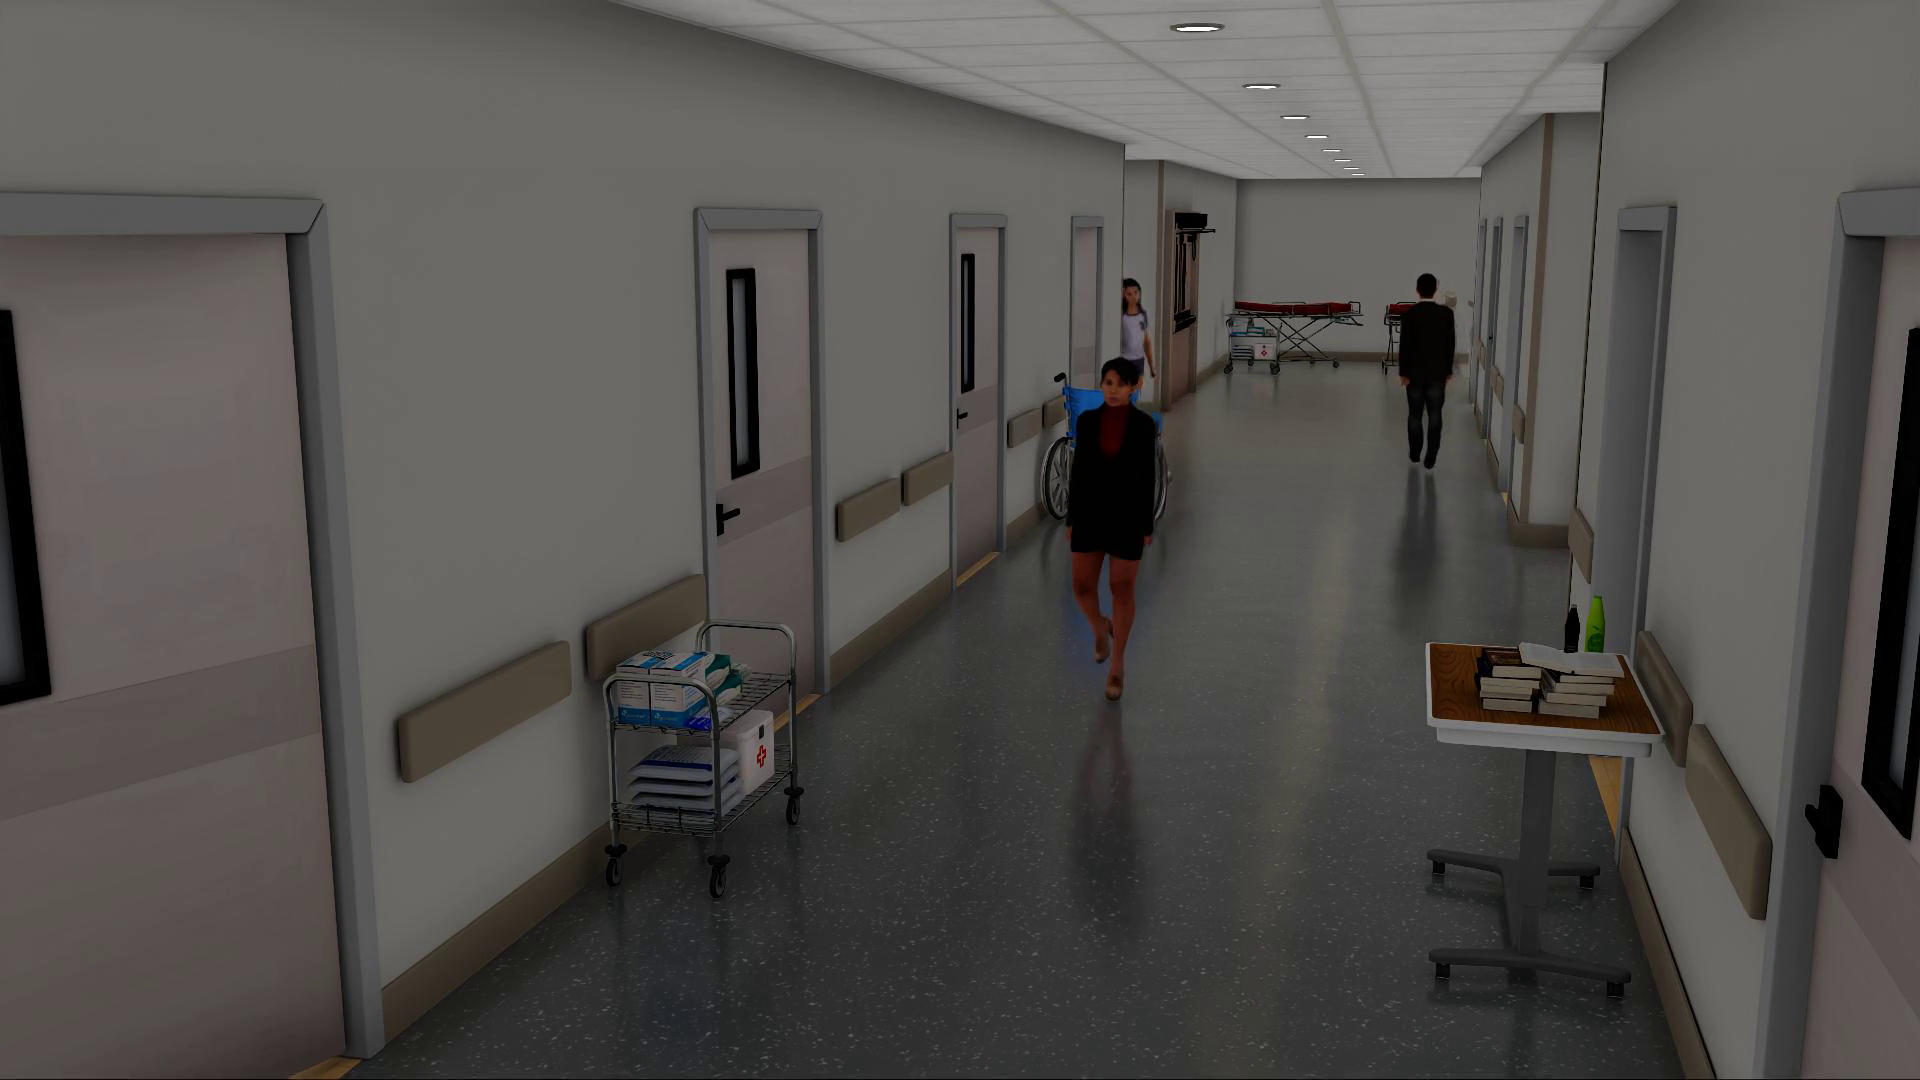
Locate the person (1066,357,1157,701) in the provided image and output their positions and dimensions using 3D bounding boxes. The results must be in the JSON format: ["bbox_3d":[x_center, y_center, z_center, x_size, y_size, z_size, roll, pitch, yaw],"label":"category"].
[{"bbox_3d":[0.728,-0.058,7.961,0.578,1.628,0.667,3,11,13],"label":"person"}]

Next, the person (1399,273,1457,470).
[{"bbox_3d":[4.329,-1.540,15.375,0.736,1.774,1.110,2,11,10],"label":"person"}]

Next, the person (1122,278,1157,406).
[{"bbox_3d":[1.611,-1.716,16.432,0.800,1.726,0.685,9,14,39],"label":"person"}]
